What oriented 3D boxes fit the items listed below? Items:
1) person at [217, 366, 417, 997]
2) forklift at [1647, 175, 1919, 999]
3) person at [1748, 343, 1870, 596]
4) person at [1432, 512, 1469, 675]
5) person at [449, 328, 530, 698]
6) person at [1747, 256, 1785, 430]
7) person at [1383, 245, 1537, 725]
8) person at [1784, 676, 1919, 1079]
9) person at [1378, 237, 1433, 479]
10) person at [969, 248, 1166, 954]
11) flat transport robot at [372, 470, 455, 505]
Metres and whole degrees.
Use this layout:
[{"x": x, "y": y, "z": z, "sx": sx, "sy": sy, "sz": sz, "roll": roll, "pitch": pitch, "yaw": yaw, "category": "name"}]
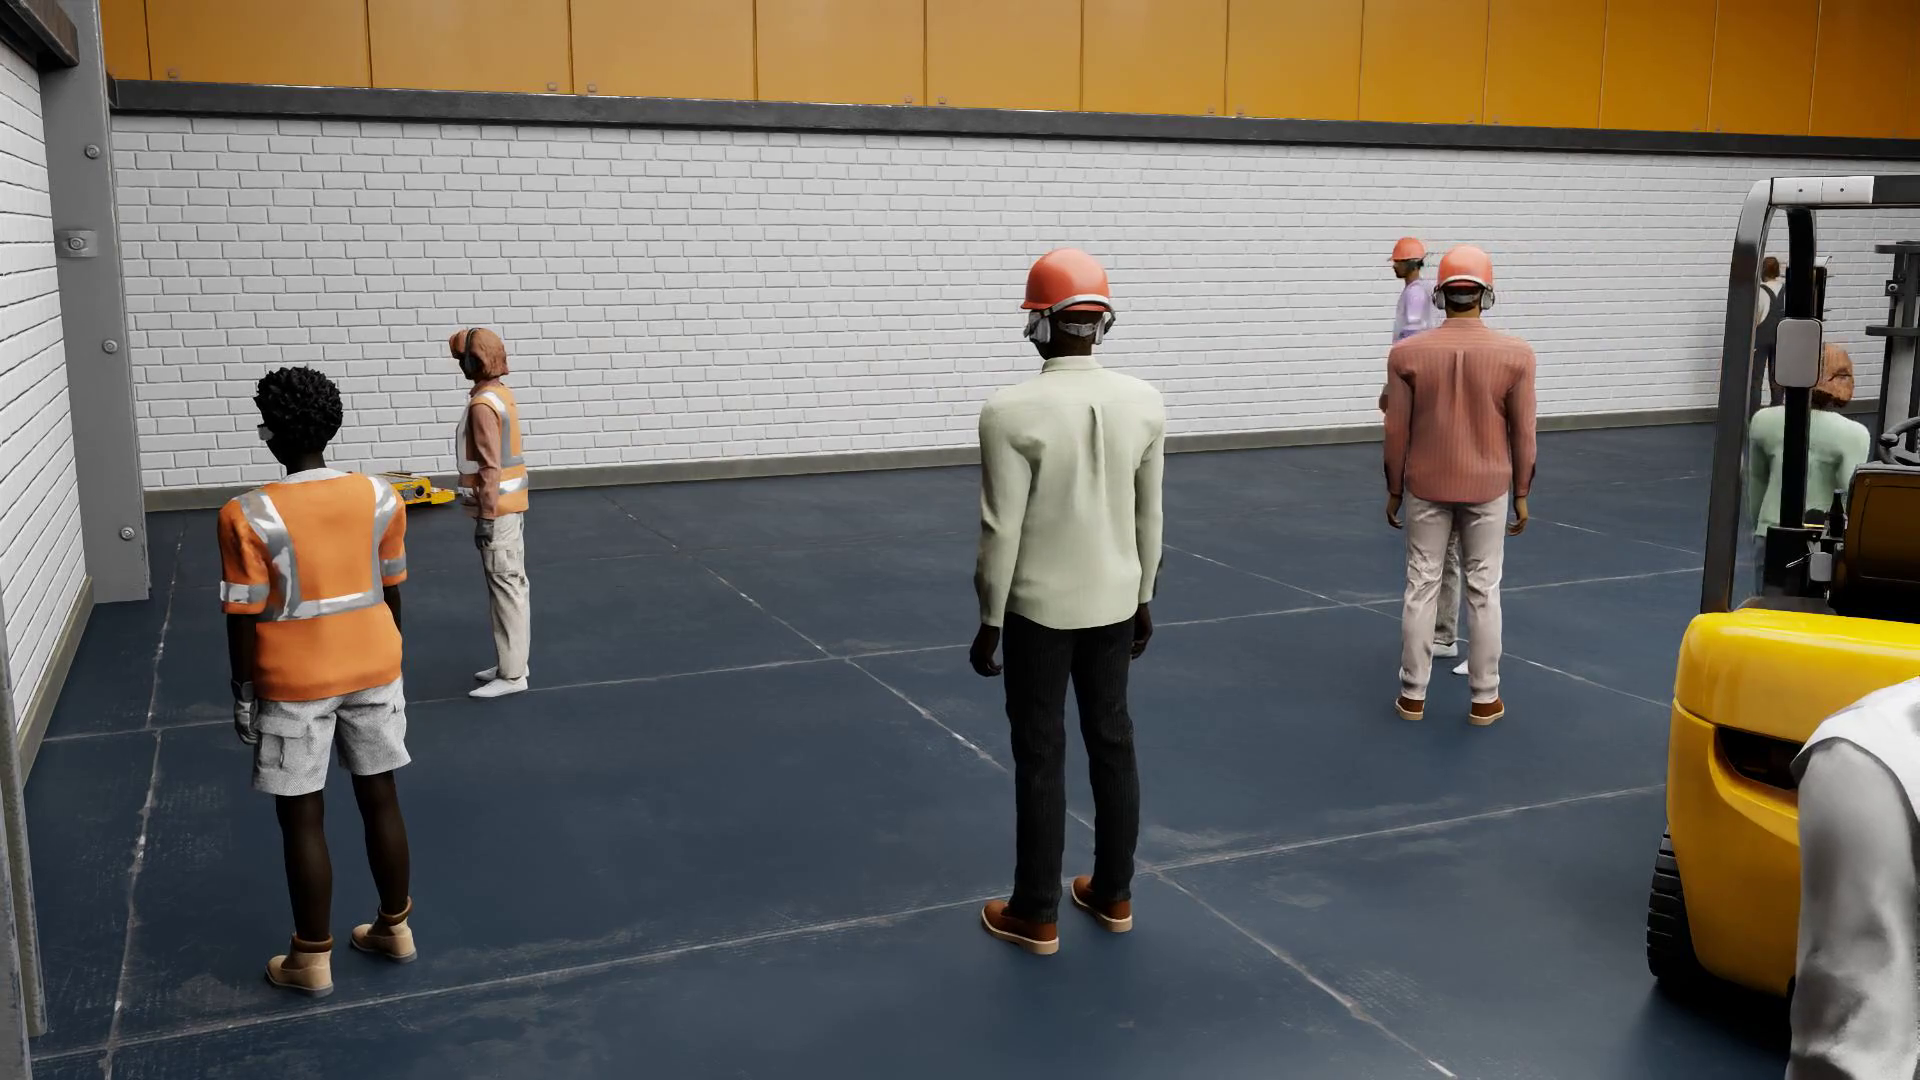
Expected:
[{"x": -1.721, "y": 0.379, "z": 4.491, "sx": 0.321, "sy": 1.689, "sz": 0.530, "roll": 9, "pitch": 14, "yaw": 41, "category": "person"}, {"x": 2.810, "y": 0.094, "z": 4.662, "sx": 1.214, "sy": 2.155, "sz": 2.313, "roll": 7, "pitch": 12, "yaw": 34, "category": "forklift"}, {"x": 3.403, "y": 0.005, "z": 6.745, "sx": 0.691, "sy": 1.609, "sz": 0.510, "roll": -8, "pitch": 13, "yaw": -36, "category": "person"}, {"x": 2.310, "y": -0.189, "z": 7.800, "sx": 0.328, "sy": 1.626, "sz": 0.526, "roll": -4, "pitch": 11, "yaw": -23, "category": "person"}, {"x": -2.065, "y": -0.119, "z": 7.372, "sx": 0.314, "sy": 1.636, "sz": 0.515, "roll": -1, "pitch": 10, "yaw": -7, "category": "person"}, {"x": 8.473, "y": -2.056, "z": 17.499, "sx": 0.549, "sy": 1.836, "sz": 0.404, "roll": 0, "pitch": 10, "yaw": -2, "category": "person"}, {"x": 2.070, "y": -0.218, "z": 6.927, "sx": 0.611, "sy": 1.995, "sz": 0.376, "roll": 3, "pitch": 11, "yaw": 18, "category": "person"}, {"x": 1.095, "y": 0.774, "z": 1.762, "sx": 0.574, "sy": 1.887, "sz": 0.355, "roll": -5, "pitch": 11, "yaw": -26, "category": "person"}, {"x": 3.721, "y": -1.502, "z": 13.909, "sx": 0.427, "sy": 2.027, "sz": 0.639, "roll": 2, "pitch": 11, "yaw": 13, "category": "person"}, {"x": 0.302, "y": 0.179, "z": 4.742, "sx": 0.622, "sy": 1.994, "sz": 0.381, "roll": -6, "pitch": 12, "yaw": -31, "category": "person"}, {"x": -4.529, "y": -0.326, "z": 12.275, "sx": 0.652, "sy": 0.197, "sz": 1.431, "roll": 7, "pitch": 13, "yaw": 35, "category": "flat transport robot"}]
